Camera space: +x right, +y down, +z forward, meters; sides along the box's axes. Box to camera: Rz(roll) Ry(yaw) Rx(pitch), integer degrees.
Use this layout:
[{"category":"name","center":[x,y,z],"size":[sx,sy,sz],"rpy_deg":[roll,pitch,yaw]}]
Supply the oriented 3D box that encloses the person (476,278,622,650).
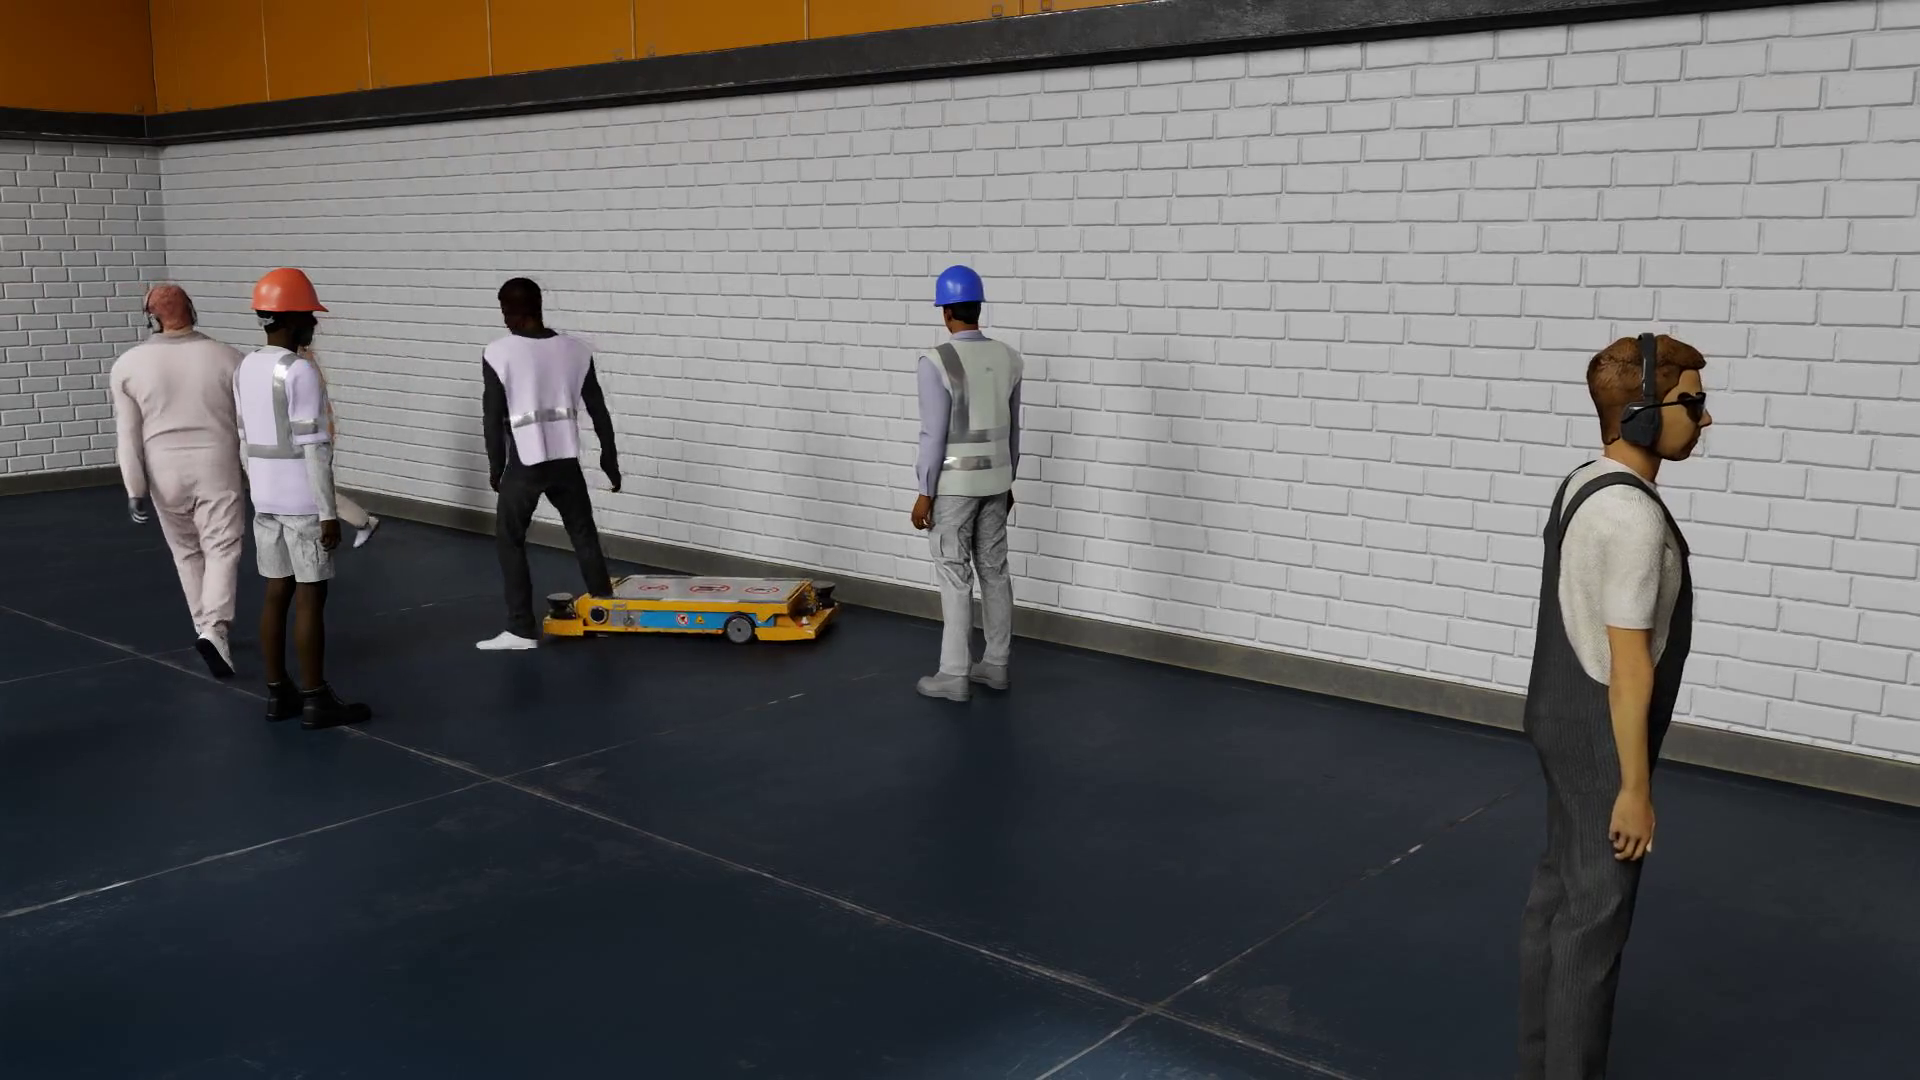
[{"category":"person","center":[-2.055,-0.393,8.524],"size":[0.834,1.881,0.416],"rpy_deg":[-9,13,-41]}]

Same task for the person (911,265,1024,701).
[{"category":"person","center":[0.024,-0.253,7.490],"size":[0.616,1.943,0.395],"rpy_deg":[-10,14,-44]}]

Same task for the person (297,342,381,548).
[{"category":"person","center":[-4.161,-0.677,10.839],"size":[0.552,1.613,0.558],"rpy_deg":[-4,11,-23]}]

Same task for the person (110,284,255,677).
[{"category":"person","center":[-3.679,-0.292,7.982],"size":[0.644,1.863,0.943],"rpy_deg":[-3,11,-19]}]

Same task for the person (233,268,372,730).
[{"category":"person","center":[-2.795,-0.166,7.022],"size":[0.545,1.938,0.361],"rpy_deg":[7,12,35]}]

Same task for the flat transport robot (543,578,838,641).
[{"category":"flat transport robot","center":[-1.409,0.351,8.819],"size":[1.431,0.197,0.652],"rpy_deg":[1,10,6]}]

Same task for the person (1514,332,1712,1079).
[{"category":"person","center":[1.421,0.472,3.650],"size":[0.348,1.846,0.506],"rpy_deg":[1,10,7]}]
